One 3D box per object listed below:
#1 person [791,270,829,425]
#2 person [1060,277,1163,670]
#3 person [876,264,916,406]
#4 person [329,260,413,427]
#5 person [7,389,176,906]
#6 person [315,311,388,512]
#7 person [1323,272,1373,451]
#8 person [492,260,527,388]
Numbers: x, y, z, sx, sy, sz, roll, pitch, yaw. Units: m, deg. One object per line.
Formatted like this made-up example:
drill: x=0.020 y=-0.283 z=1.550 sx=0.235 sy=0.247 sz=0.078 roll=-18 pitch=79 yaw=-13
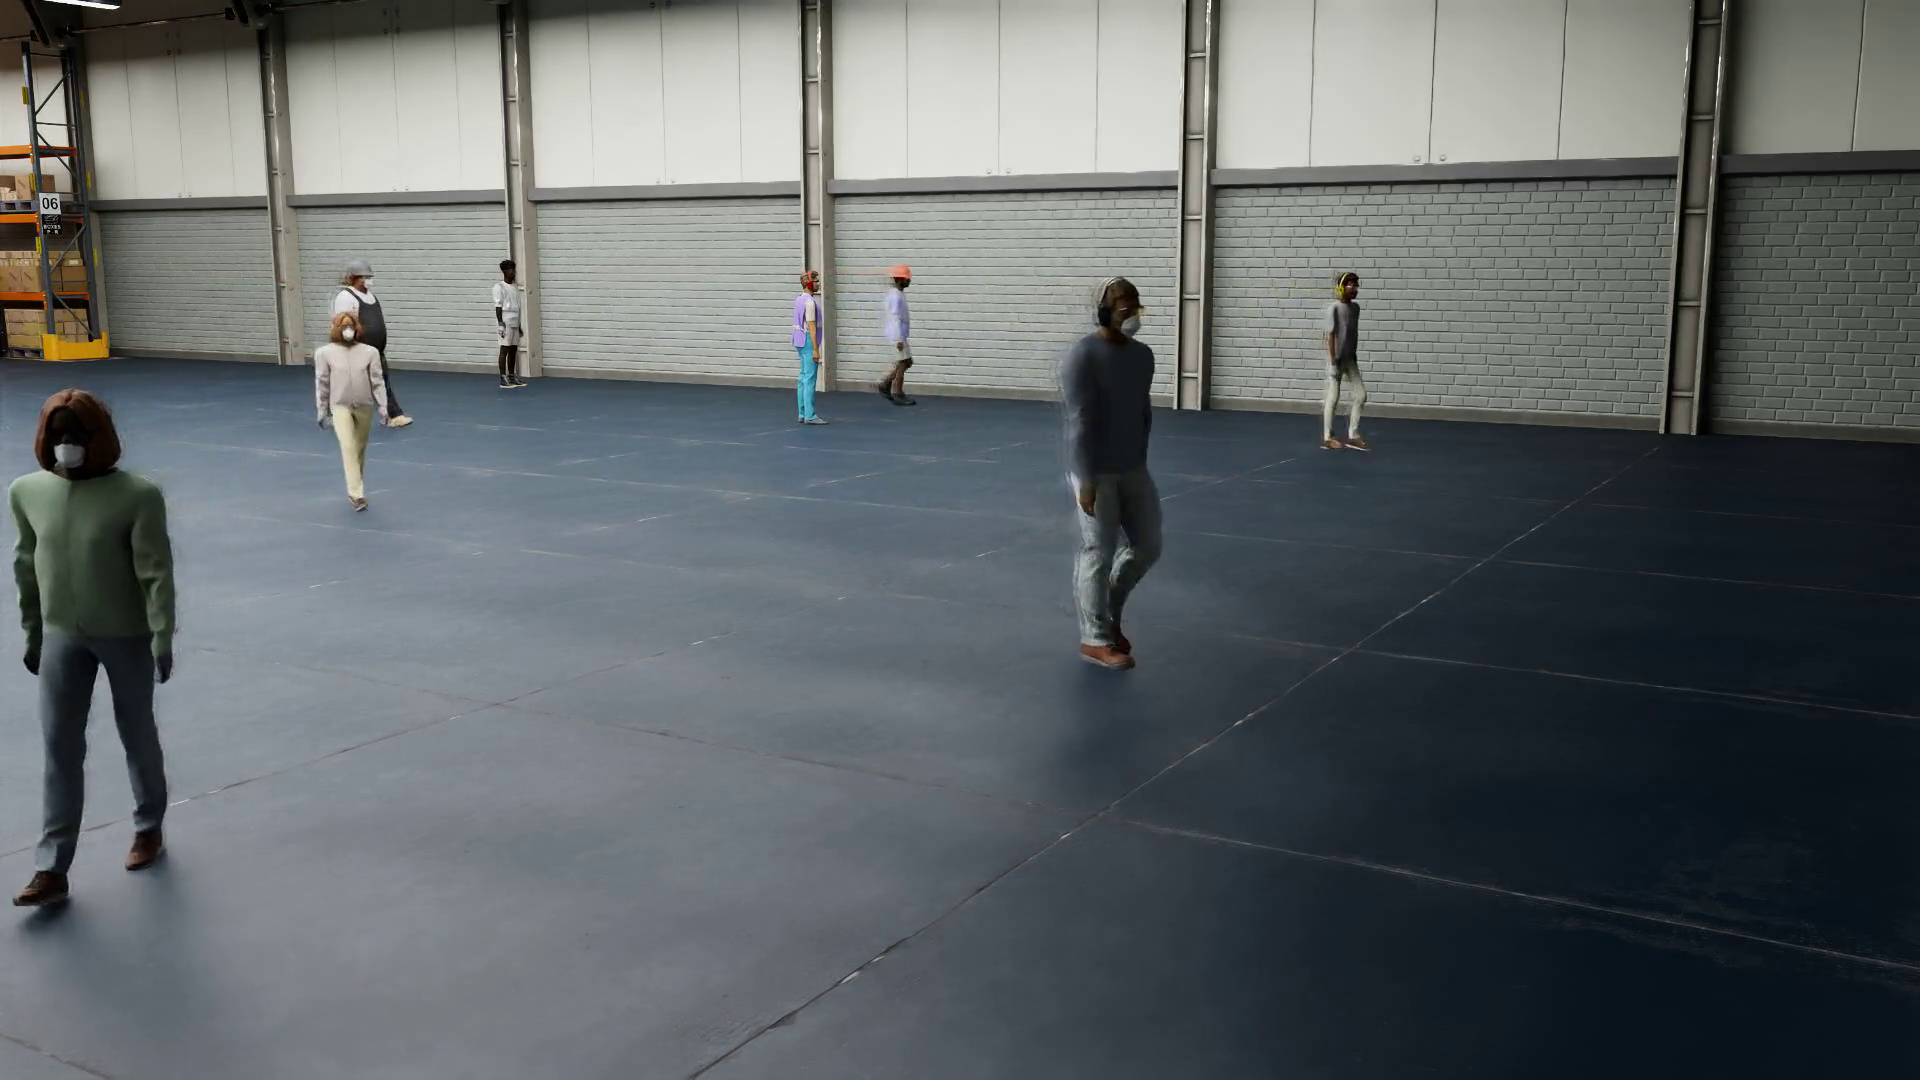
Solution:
person: x=-1.825 y=-2.308 z=20.007 sx=0.389 sy=1.849 sz=0.565 roll=-3 pitch=10 yaw=-20
person: x=0.751 y=-0.314 z=8.126 sx=0.632 sy=1.920 sz=0.428 roll=-8 pitch=12 yaw=-39
person: x=-0.836 y=-2.768 z=22.496 sx=0.466 sy=1.919 sz=0.561 roll=0 pitch=10 yaw=1
person: x=-7.064 y=-2.341 z=19.645 sx=1.042 sy=2.000 sz=0.691 roll=3 pitch=10 yaw=19
person: x=-2.759 y=0.327 z=5.279 sx=0.519 sy=1.607 sz=0.628 roll=-1 pitch=10 yaw=-4
person: x=-4.866 y=-1.040 z=13.343 sx=0.515 sy=1.582 sz=0.847 roll=-6 pitch=11 yaw=-32
person: x=4.044 y=-1.833 z=17.224 sx=0.568 sy=1.845 sz=0.685 roll=-7 pitch=12 yaw=-37
person: x=-6.950 y=-3.332 z=25.663 sx=0.368 sy=1.966 sz=0.603 roll=3 pitch=10 yaw=16
